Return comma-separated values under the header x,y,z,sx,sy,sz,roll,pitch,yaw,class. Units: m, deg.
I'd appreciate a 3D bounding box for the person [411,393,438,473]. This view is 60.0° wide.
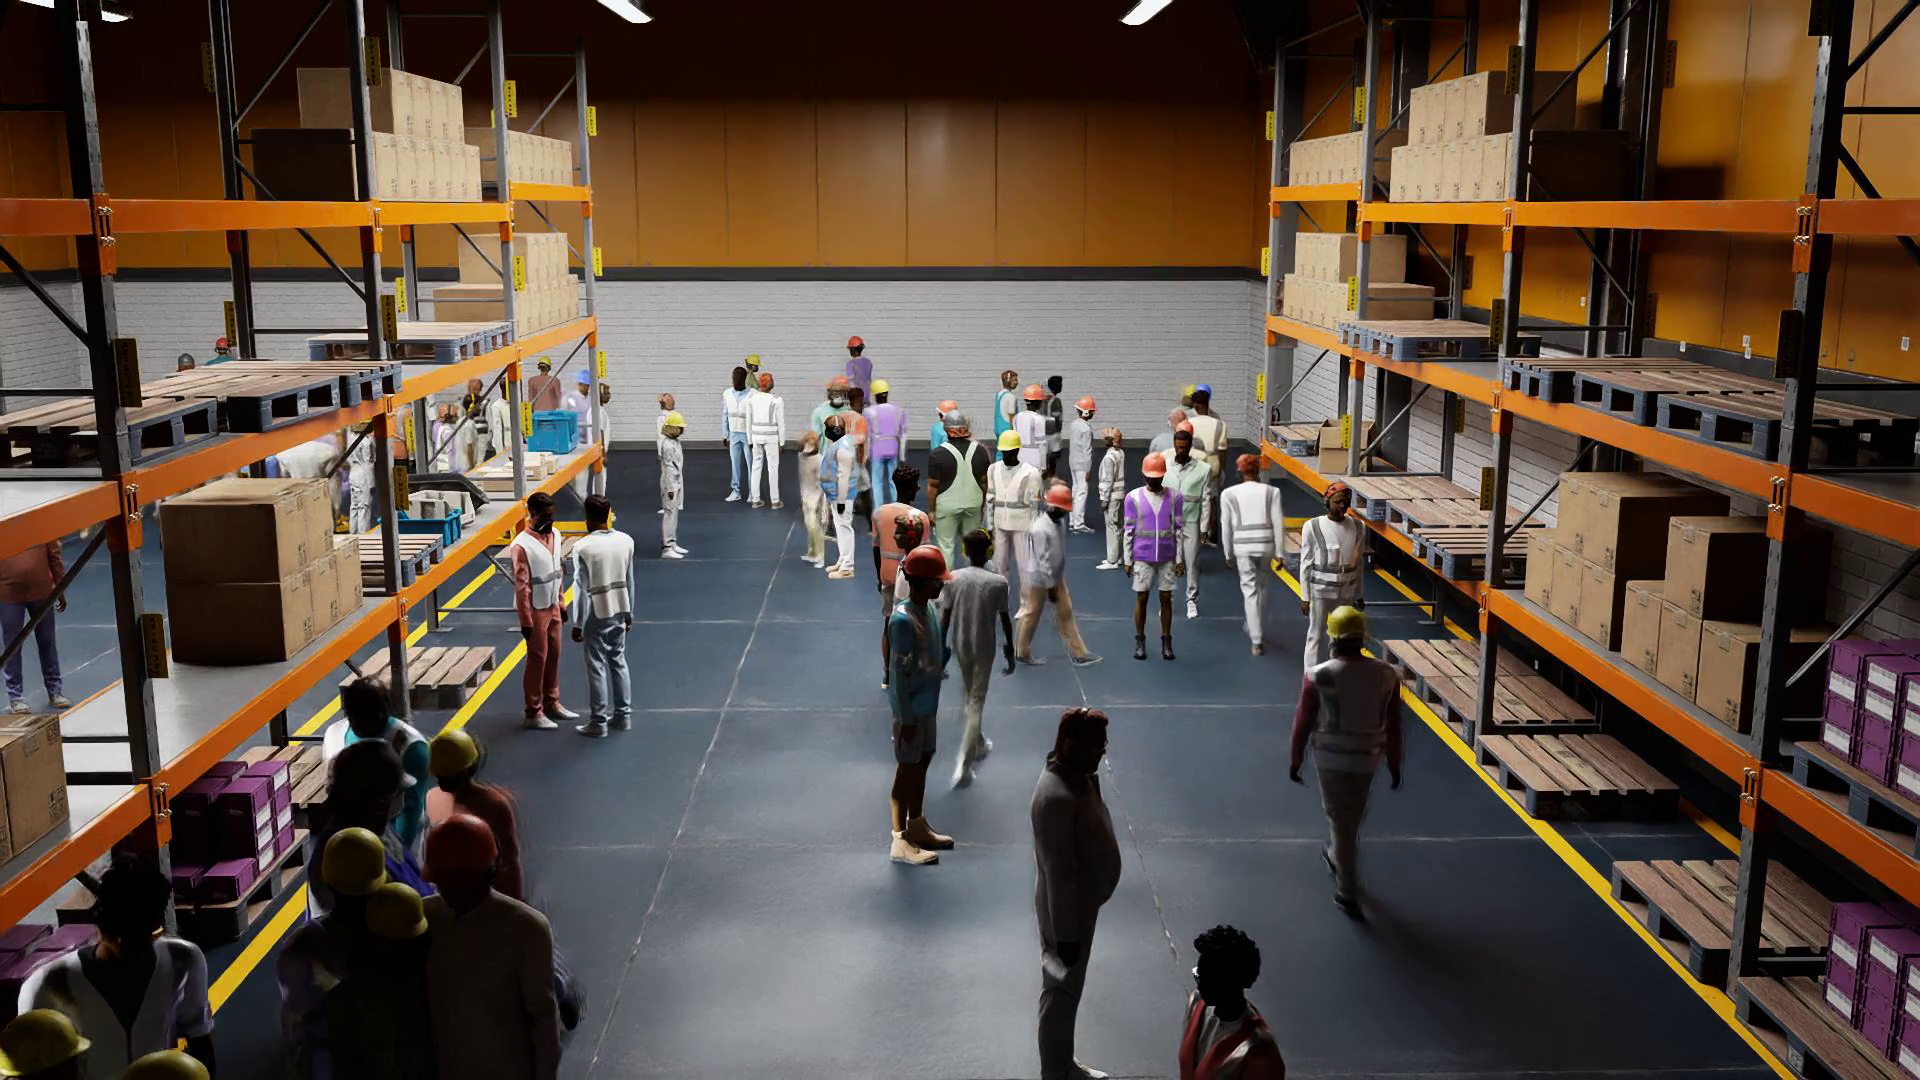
x,y,z,sx,sy,sz,roll,pitch,yaw,class
-8.124,-1.799,25.207,0.419,1.828,0.561,-1,11,-7,person

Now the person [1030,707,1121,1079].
x,y,z,sx,sy,sz,roll,pitch,yaw,class
0.527,1.678,7.571,0.407,1.902,0.639,2,11,8,person

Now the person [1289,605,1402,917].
x,y,z,sx,sy,sz,roll,pitch,yaw,class
2.256,1.261,9.925,0.620,1.788,0.889,-2,11,-8,person

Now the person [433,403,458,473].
x,y,z,sx,sy,sz,roll,pitch,yaw,class
-6.584,-0.947,21.411,0.520,1.631,0.324,10,15,41,person

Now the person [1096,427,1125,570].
x,y,z,sx,sy,sz,roll,pitch,yaw,class
1.740,-0.476,19.031,0.308,1.640,0.511,4,12,19,person

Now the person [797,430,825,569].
x,y,z,sx,sy,sz,roll,pitch,yaw,class
-1.747,-0.486,19.155,0.347,1.607,0.656,-8,14,-35,person

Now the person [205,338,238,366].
x,y,z,sx,sy,sz,roll,pitch,yaw,class
-12.126,-2.347,27.517,0.622,1.992,0.395,-4,12,-19,person

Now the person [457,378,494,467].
x,y,z,sx,sy,sz,roll,pitch,yaw,class
-7.134,-1.585,24.621,0.545,1.614,0.598,0,11,0,person

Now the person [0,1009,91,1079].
x,y,z,sx,sy,sz,roll,pitch,yaw,class
-2.748,2.258,5.085,0.486,1.737,0.314,10,15,42,person

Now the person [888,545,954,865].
x,y,z,sx,sy,sz,roll,pitch,yaw,class
-0.240,1.030,10.497,0.404,2.035,0.606,3,12,17,person

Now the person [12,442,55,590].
x,y,z,sx,sy,sz,roll,pitch,yaw,class
-9.960,-0.308,17.868,0.533,1.769,0.311,2,11,10,person

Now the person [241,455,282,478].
x,y,z,sx,sy,sz,roll,pitch,yaw,class
-7.020,-0.254,16.923,0.605,2.036,0.393,9,14,38,person

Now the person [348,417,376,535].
x,y,z,sx,sy,sz,roll,pitch,yaw,class
-7.136,-0.702,19.933,0.365,1.736,0.488,-10,15,-42,person

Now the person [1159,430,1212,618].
x,y,z,sx,sy,sz,roll,pitch,yaw,class
2.243,-0.169,16.806,0.589,1.913,0.393,3,12,16,person

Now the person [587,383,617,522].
x,y,z,sx,sy,sz,roll,pitch,yaw,class
-4.737,-1.152,21.932,0.349,1.836,0.507,-3,12,-16,person

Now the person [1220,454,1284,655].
x,y,z,sx,sy,sz,roll,pitch,yaw,class
2.730,0.105,15.642,0.579,1.825,0.903,0,11,1,person

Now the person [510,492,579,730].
x,y,z,sx,sy,sz,roll,pitch,yaw,class
-3.330,0.554,13.198,0.401,1.908,0.597,3,12,16,person

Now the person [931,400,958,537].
x,y,z,sx,sy,sz,roll,pitch,yaw,class
-0.178,-0.893,20.876,0.355,1.737,0.577,-3,12,-15,person

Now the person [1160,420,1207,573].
x,y,z,sx,sy,sz,roll,pitch,yaw,class
2.527,-0.479,18.751,0.562,1.752,0.323,4,12,19,person

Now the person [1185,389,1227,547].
x,y,z,sx,sy,sz,roll,pitch,yaw,class
2.928,-0.849,20.150,0.612,1.938,0.551,-1,11,-3,person

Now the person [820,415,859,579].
x,y,z,sx,sy,sz,roll,pitch,yaw,class
-1.354,-0.490,18.635,0.430,1.831,0.629,-2,11,-10,person

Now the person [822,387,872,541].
x,y,z,sx,sy,sz,roll,pitch,yaw,class
-1.343,-0.948,20.767,0.993,1.895,0.665,-10,15,-41,person

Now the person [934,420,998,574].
x,y,z,sx,sy,sz,roll,pitch,yaw,class
0.008,-0.445,18.261,1.012,1.894,0.635,8,14,34,person

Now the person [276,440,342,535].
x,y,z,sx,sy,sz,roll,pitch,yaw,class
-6.914,-0.368,17.745,0.638,1.936,0.391,-1,11,-6,person

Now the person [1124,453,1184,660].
x,y,z,sx,sy,sz,roll,pitch,yaw,class
1.770,0.151,15.184,0.548,1.924,0.387,0,11,-2,person

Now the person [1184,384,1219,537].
x,y,z,sx,sy,sz,roll,pitch,yaw,class
2.988,-0.988,20.835,0.604,1.942,0.402,-5,12,-25,person

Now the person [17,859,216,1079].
x,y,z,sx,sy,sz,roll,pitch,yaw,class
-2.869,2.040,5.711,0.855,1.914,0.693,11,16,43,person

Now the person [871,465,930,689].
x,y,z,sx,sy,sz,roll,pitch,yaw,class
-0.471,0.329,14.167,0.614,1.964,0.361,9,14,38,person

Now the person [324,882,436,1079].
x,y,z,sx,sy,sz,roll,pitch,yaw,class
-2.026,2.066,6.052,0.487,1.737,0.320,-10,15,-40,person

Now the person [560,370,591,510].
x,y,z,sx,sy,sz,roll,pitch,yaw,class
-5.118,-1.374,22.825,0.628,1.911,0.830,-9,14,-39,person

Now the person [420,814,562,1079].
x,y,z,sx,sy,sz,roll,pitch,yaw,class
-1.754,1.935,6.075,0.621,1.985,0.408,3,12,16,person
